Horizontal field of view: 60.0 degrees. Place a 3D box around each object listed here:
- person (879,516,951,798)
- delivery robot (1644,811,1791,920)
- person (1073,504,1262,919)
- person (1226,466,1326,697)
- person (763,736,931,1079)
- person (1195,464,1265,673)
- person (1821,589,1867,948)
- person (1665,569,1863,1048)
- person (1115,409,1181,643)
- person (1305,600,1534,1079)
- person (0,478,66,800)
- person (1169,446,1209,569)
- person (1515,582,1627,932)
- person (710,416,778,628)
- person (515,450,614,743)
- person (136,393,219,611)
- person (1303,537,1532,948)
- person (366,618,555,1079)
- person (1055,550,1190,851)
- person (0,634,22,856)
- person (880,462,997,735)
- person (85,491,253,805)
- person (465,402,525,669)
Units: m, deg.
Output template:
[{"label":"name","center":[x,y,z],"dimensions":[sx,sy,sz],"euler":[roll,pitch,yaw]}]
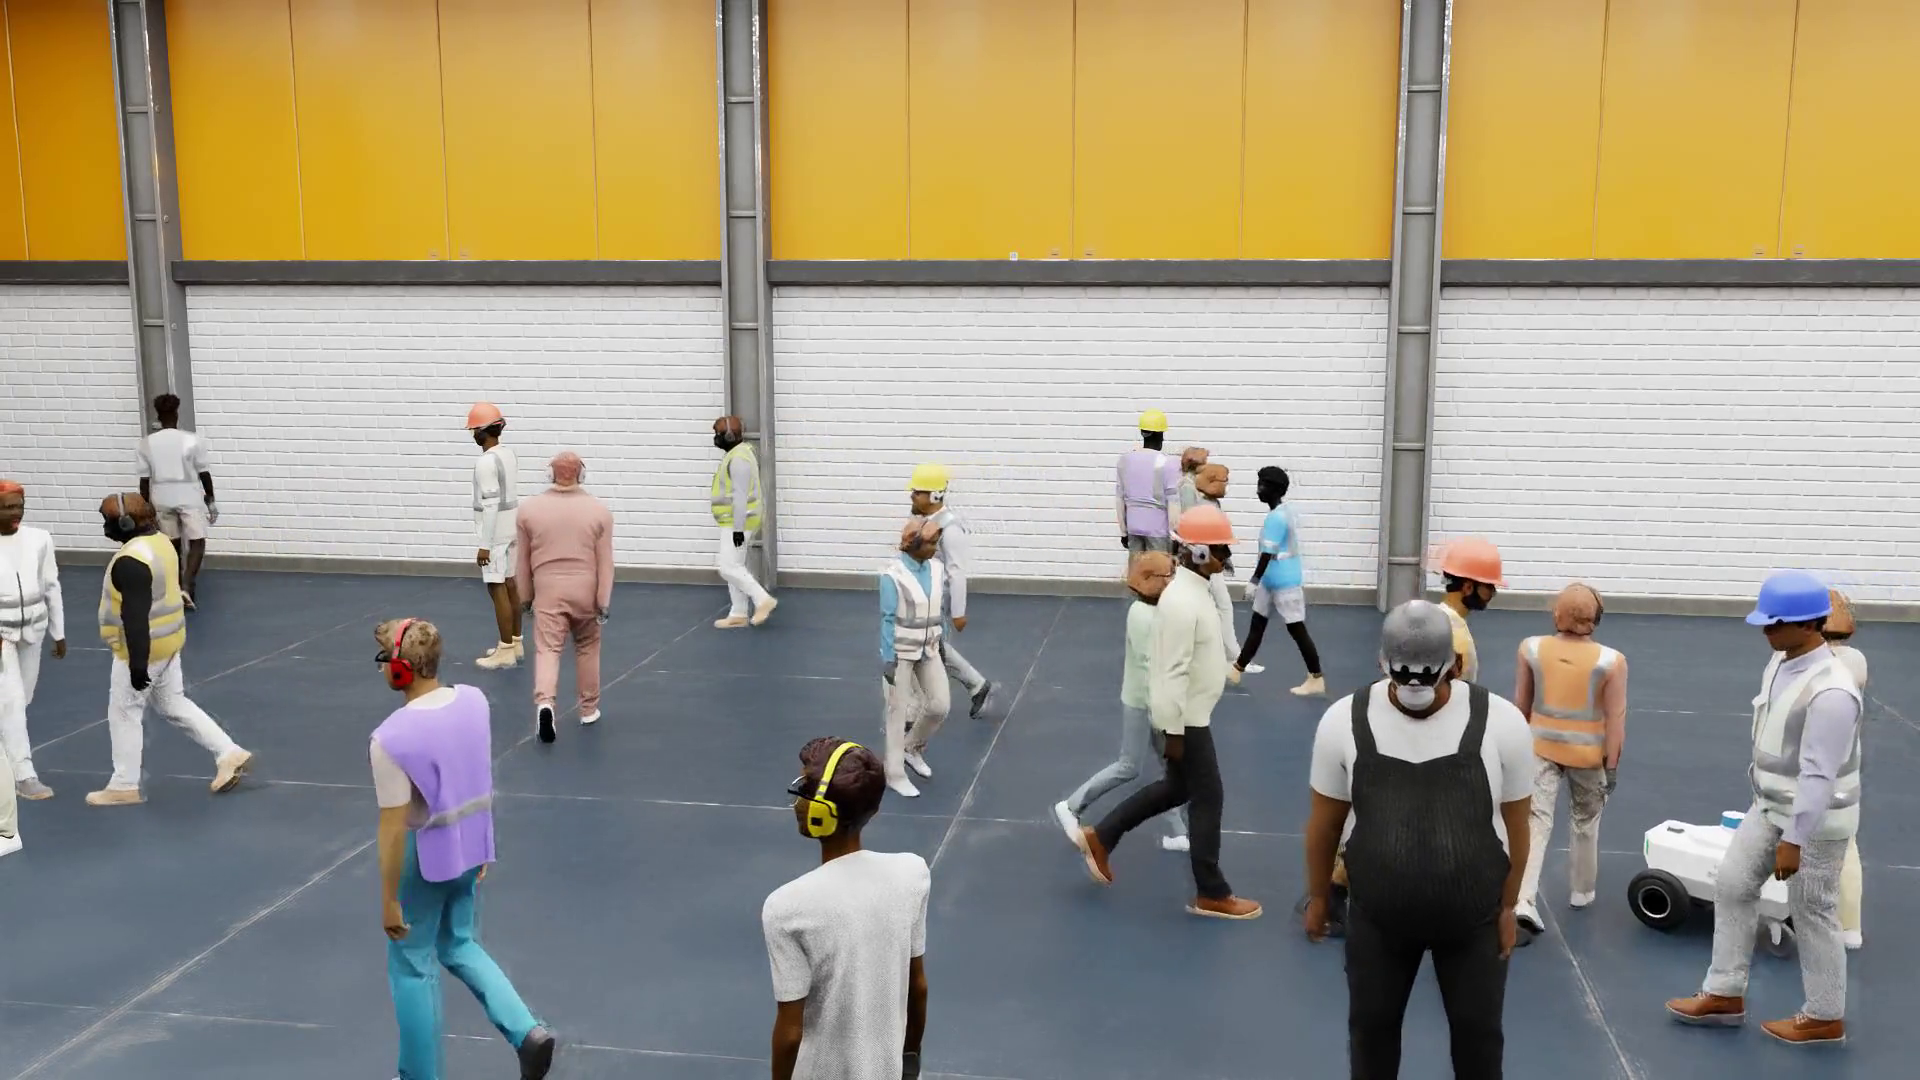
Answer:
[{"label":"person","center":[-0.273,0.671,9.620],"dimensions":[0.549,1.622,0.354],"euler":[-8,12,-41]},{"label":"delivery robot","center":[3.529,1.487,7.609],"dimensions":[0.477,0.478,0.707],"euler":[-9,13,-44]},{"label":"person","center":[0.985,0.795,7.837],"dimensions":[0.851,1.970,0.623],"euler":[2,9,13]},{"label":"person","center":[2.230,0.297,11.857],"dimensions":[0.863,1.643,0.541],"euler":[1,9,9]},{"label":"person","center":[-0.303,1.414,4.285],"dimensions":[0.518,1.877,0.326],"euler":[-8,12,-41]},{"label":"person","center":[1.875,0.205,12.615],"dimensions":[0.842,1.592,0.513],"euler":[2,9,12]},{"label":"person","center":[3.868,1.006,7.653],"dimensions":[0.508,1.594,0.800],"euler":[-3,10,-19]},{"label":"person","center":[3.120,1.052,6.400],"dimensions":[0.794,1.908,0.624],"euler":[1,9,5]},{"label":"person","center":[1.529,-0.091,13.403],"dimensions":[0.584,1.928,0.372],"euler":[8,12,39]},{"label":"person","center":[1.488,1.146,5.430],"dimensions":[0.734,2.000,0.570],"euler":[3,10,20]},{"label":"person","center":[-5.599,0.547,9.752],"dimensions":[0.878,1.853,0.597],"euler":[6,11,34]},{"label":"person","center":[1.881,0.026,13.666],"dimensions":[0.742,1.595,0.510],"euler":[3,10,15]},{"label":"person","center":[2.785,1.000,7.676],"dimensions":[0.515,1.605,0.794],"euler":[6,11,31]},{"label":"person","center":[-1.868,-0.139,14.012],"dimensions":[0.468,1.825,0.636],"euler":[-2,9,-12]},{"label":"person","center":[-2.574,0.360,10.824],"dimensions":[0.644,1.878,0.854],"euler":[-1,9,-7]},{"label":"person","center":[-7.029,-0.338,14.916],"dimensions":[0.643,1.972,0.692],"euler":[-1,9,-4]},{"label":"person","center":[2.050,0.907,7.429],"dimensions":[1.000,1.882,0.550],"euler":[0,9,2]},{"label":"person","center":[-1.831,1.170,5.945],"dimensions":[0.629,1.824,0.581],"euler":[4,10,23]},{"label":"person","center":[0.912,0.839,8.656],"dimensions":[0.754,1.607,0.510],"euler":[3,10,18]},{"label":"person","center":[-5.108,0.728,8.557],"dimensions":[0.515,1.865,0.329],"euler":[7,11,35]},{"label":"person","center":[-0.127,0.368,10.978],"dimensions":[0.826,1.803,0.588],"euler":[-4,10,-23]},{"label":"person","center":[-4.549,0.612,9.479],"dimensions":[0.830,1.810,0.668],"euler":[-1,9,-9]},{"label":"person","center":[-3.570,-0.034,12.705],"dimensions":[0.383,2.039,0.614],"euler":[0,9,2]}]
